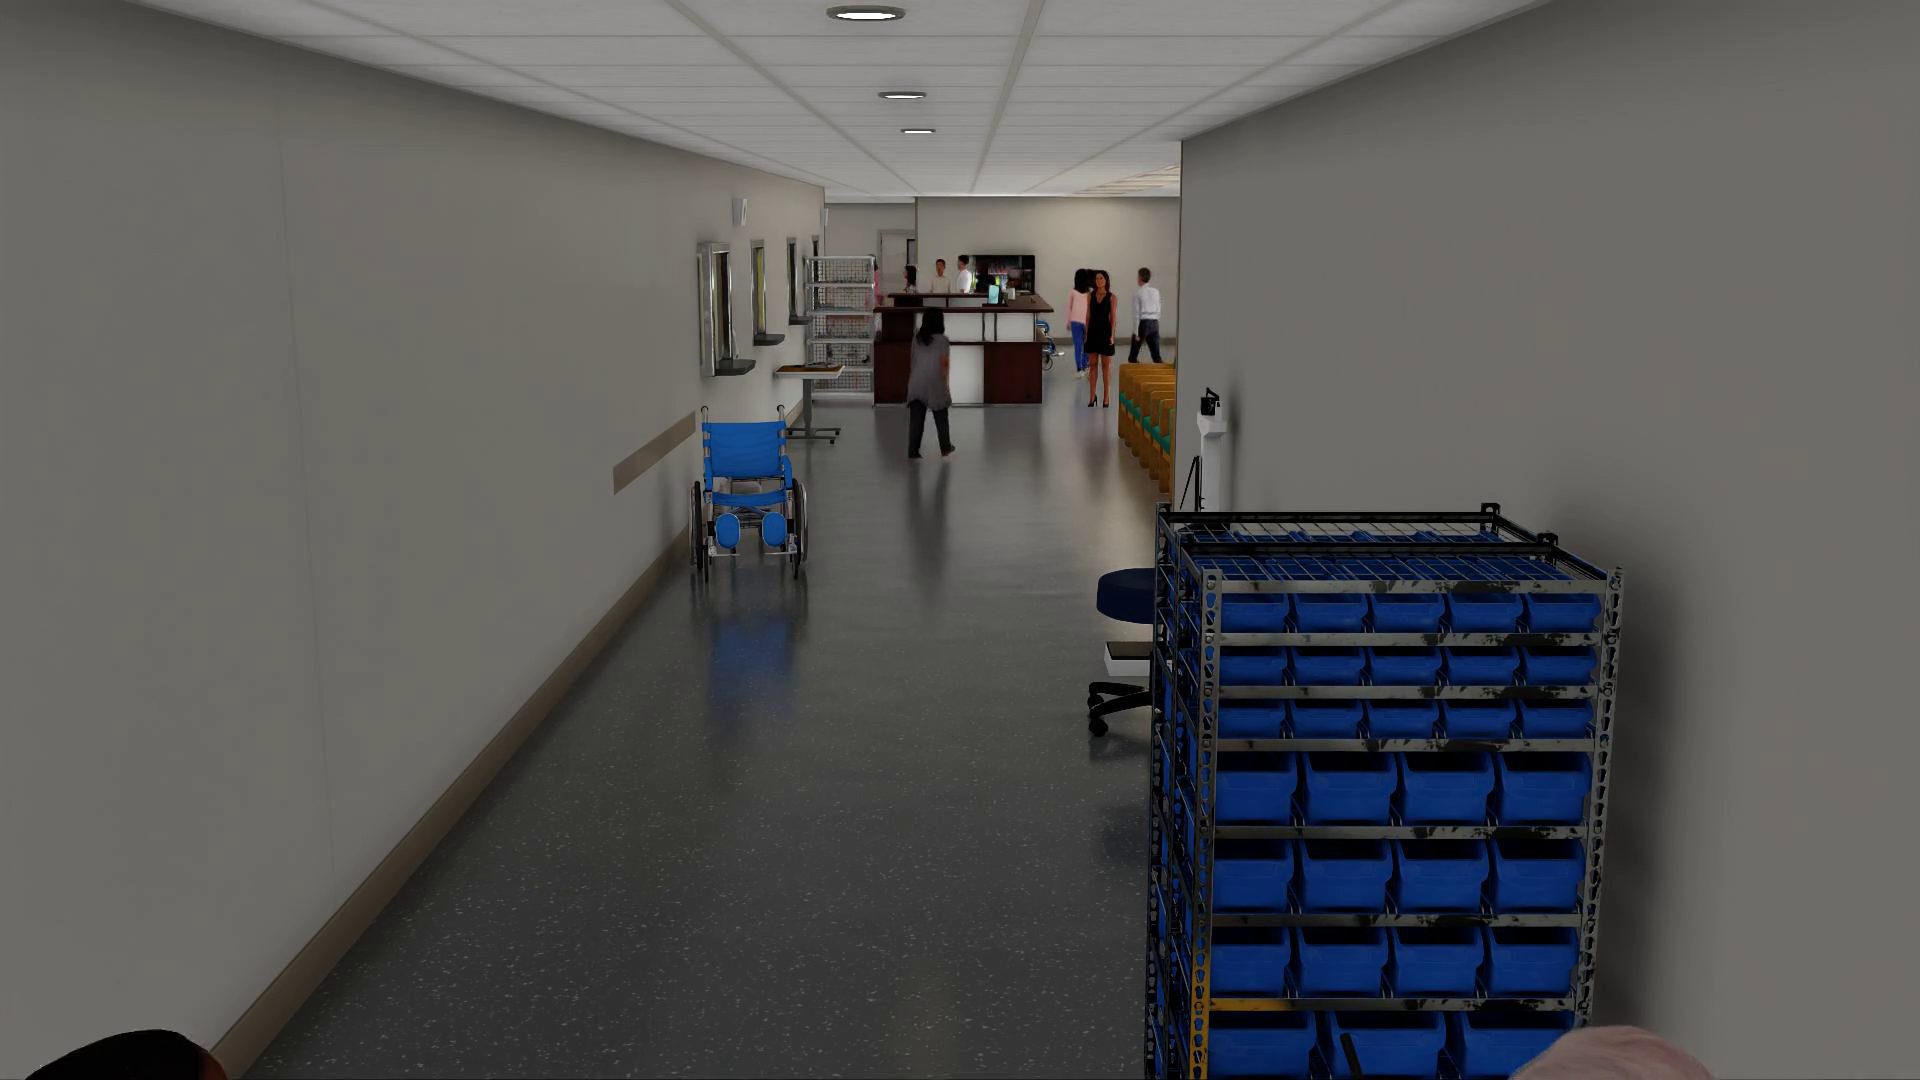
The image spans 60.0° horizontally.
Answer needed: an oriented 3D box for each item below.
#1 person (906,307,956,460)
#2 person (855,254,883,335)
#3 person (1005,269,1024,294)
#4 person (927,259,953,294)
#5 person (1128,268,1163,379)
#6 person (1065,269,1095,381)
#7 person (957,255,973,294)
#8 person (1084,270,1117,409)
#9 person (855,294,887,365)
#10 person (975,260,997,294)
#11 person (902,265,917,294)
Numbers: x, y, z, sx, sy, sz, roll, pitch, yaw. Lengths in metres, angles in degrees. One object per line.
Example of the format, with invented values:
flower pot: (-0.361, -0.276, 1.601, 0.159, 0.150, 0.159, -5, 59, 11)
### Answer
person: (-0.362, -1.588, 17.201, 1.055, 1.572, 0.936, 4, 12, 22)
person: (-1.865, -5.344, 36.501, 1.126, 1.757, 1.086, 7, 13, 33)
person: (1.044, -4.150, 30.568, 0.860, 1.622, 0.805, 7, 13, 31)
person: (-0.386, -4.349, 31.119, 0.586, 1.809, 0.772, -3, 11, -15)
person: (2.812, -3.100, 24.633, 1.218, 1.774, 1.019, -4, 12, -21)
person: (1.892, -3.310, 25.889, 1.094, 1.718, 0.698, 0, 11, -1)
person: (0.182, -4.650, 32.720, 1.289, 1.804, 0.950, 3, 11, 17)
person: (1.887, -2.700, 22.356, 0.564, 1.835, 0.700, 4, 11, 18)
person: (-1.339, -3.573, 28.536, 0.932, 1.247, 0.713, -5, 12, -23)
person: (0.538, -4.106, 29.832, 0.836, 1.811, 0.826, 4, 12, 22)
person: (-0.793, -3.943, 29.270, 1.128, 1.699, 0.681, 2, 11, 8)
